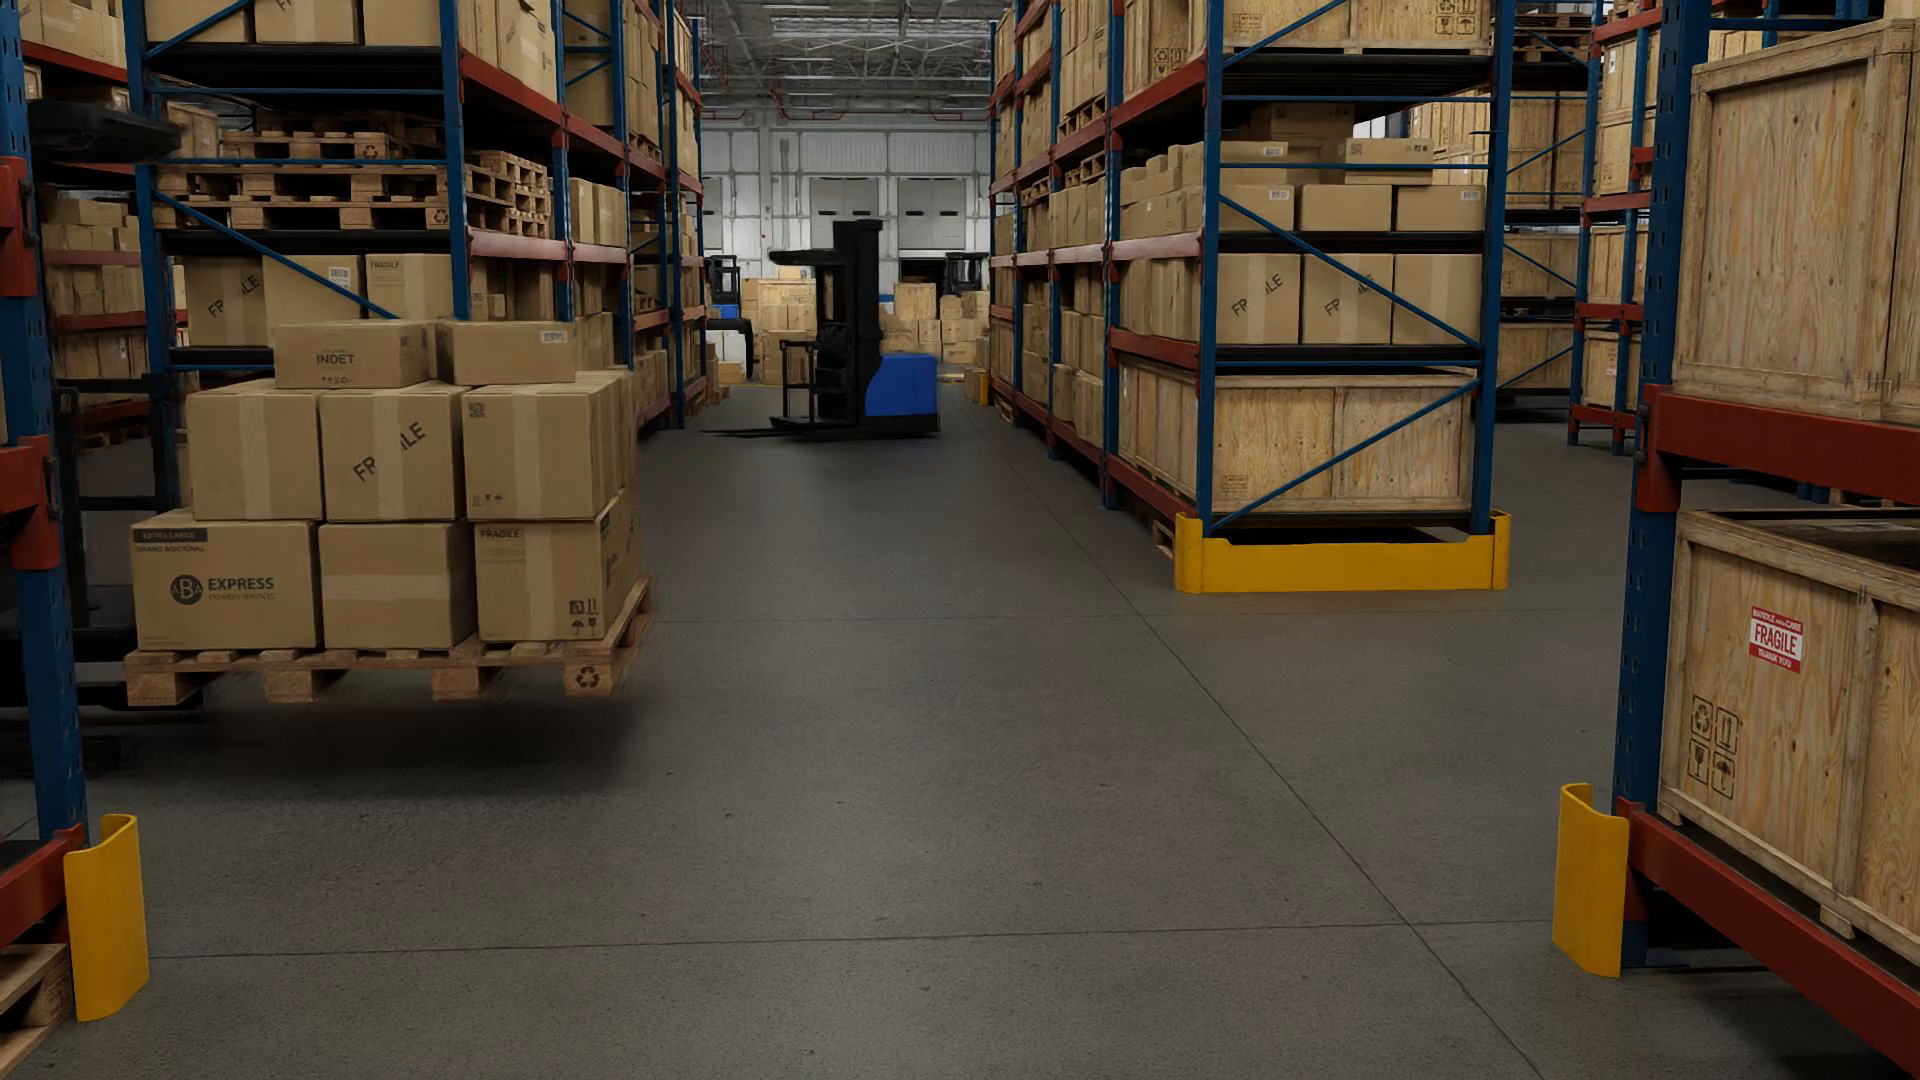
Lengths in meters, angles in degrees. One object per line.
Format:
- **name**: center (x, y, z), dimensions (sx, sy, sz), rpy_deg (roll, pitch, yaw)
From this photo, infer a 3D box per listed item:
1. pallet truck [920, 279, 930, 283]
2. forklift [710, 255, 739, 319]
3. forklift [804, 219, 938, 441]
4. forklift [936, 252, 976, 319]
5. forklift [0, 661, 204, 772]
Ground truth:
- **pallet truck**: center (-0.932, -8.922, 63.114), dimensions (1.885, 1.965, 0.823), rpy_deg (2, 9, 13)
- **forklift**: center (-8.368, -8.713, 59.038), dimensions (1.129, 2.768, 1.873), rpy_deg (-1, 9, -4)
- **forklift**: center (-1.322, -2.752, 21.611), dimensions (1.873, 2.768, 1.129), rpy_deg (-4, 10, -25)
- **forklift**: center (0.018, -7.528, 51.600), dimensions (1.129, 2.768, 1.873), rpy_deg (-4, 10, -23)
- **forklift**: center (-4.556, -0.463, 7.234), dimensions (1.873, 2.768, 1.129), rpy_deg (-1, 9, -5)
